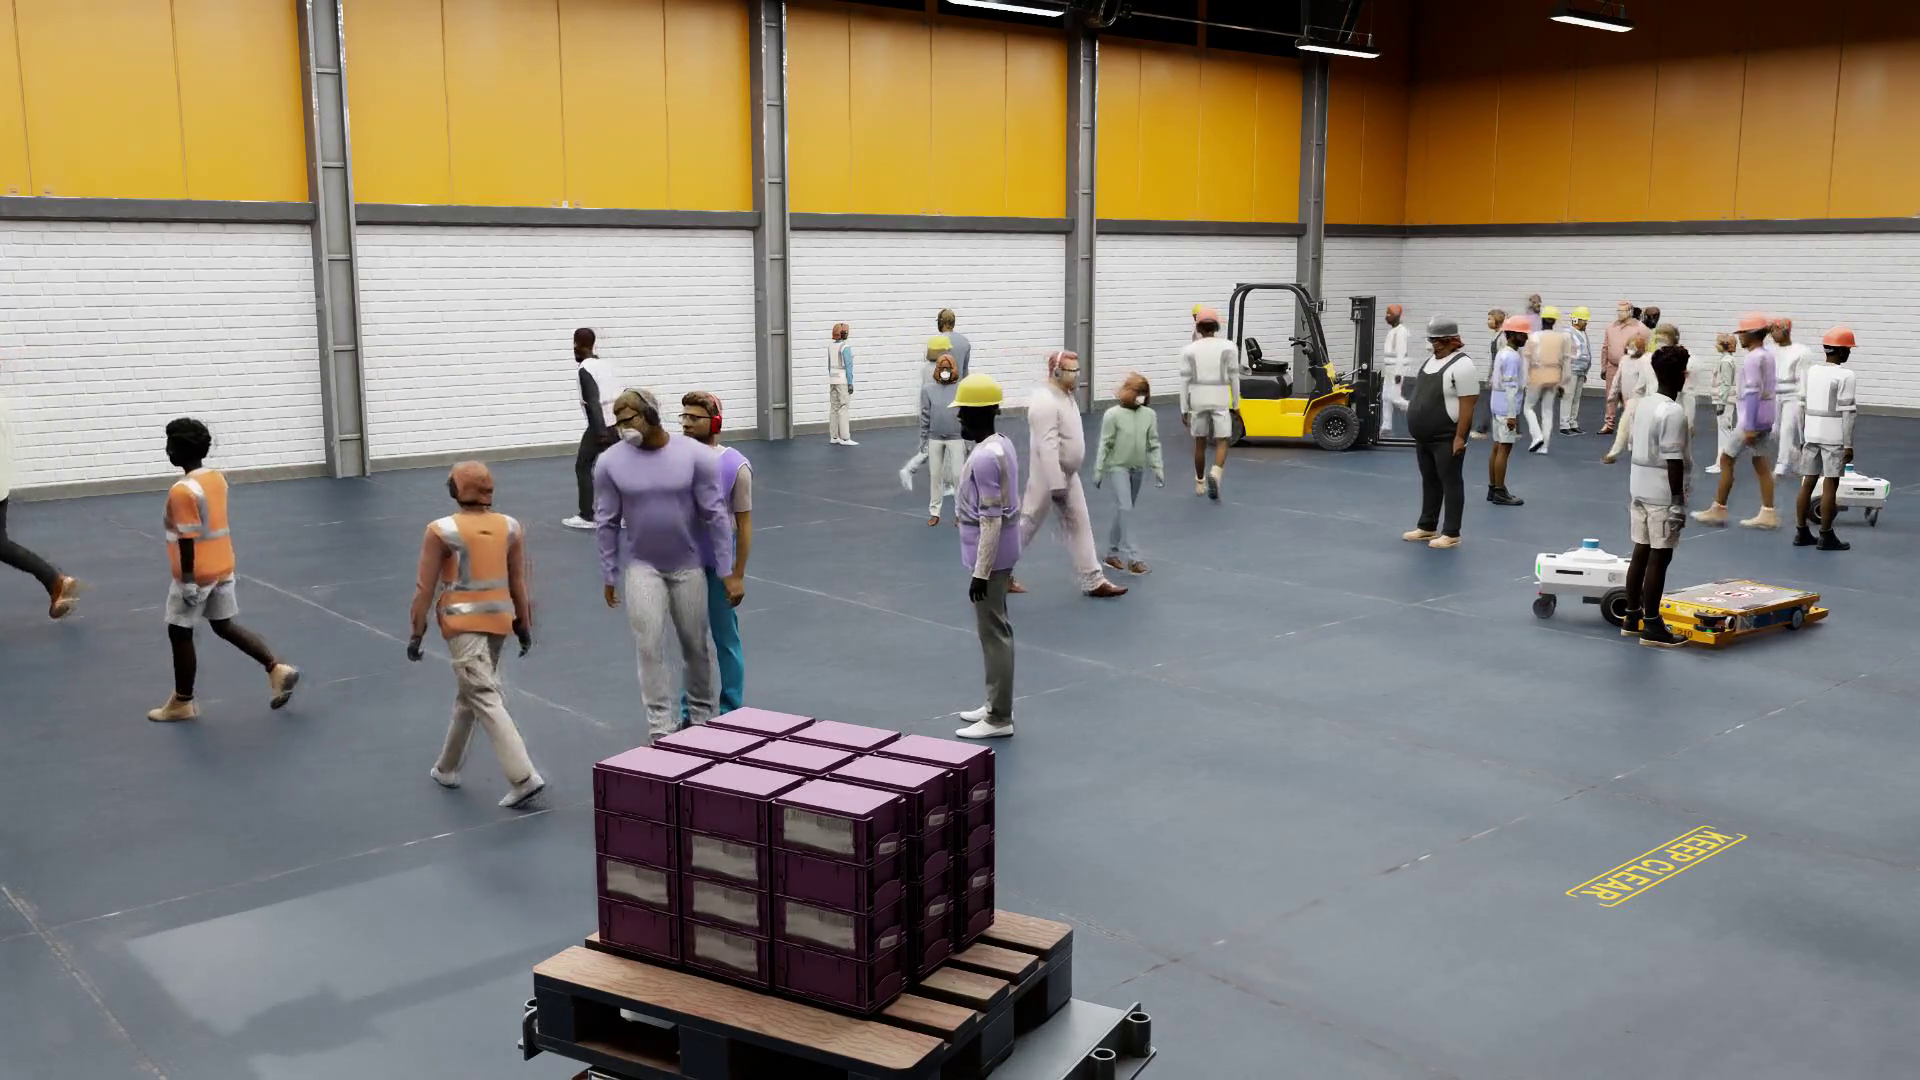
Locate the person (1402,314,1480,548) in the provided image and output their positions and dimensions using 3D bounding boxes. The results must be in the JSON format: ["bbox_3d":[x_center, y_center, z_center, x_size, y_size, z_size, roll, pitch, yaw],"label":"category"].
[{"bbox_3d":[4.169,-0.954,14.522,0.536,2.000,0.683,-3,10,-16],"label":"person"}]

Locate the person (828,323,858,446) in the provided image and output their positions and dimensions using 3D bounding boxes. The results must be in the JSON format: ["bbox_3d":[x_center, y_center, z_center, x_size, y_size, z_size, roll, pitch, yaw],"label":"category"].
[{"bbox_3d":[-1.596,-2.084,22.315,0.308,1.640,0.510,-7,12,-36],"label":"person"}]

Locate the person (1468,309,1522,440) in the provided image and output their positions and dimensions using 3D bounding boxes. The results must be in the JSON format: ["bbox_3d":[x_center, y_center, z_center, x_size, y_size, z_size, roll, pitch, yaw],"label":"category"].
[{"bbox_3d":[7.348,-2.261,22.859,0.876,1.799,0.514,2,10,9],"label":"person"}]

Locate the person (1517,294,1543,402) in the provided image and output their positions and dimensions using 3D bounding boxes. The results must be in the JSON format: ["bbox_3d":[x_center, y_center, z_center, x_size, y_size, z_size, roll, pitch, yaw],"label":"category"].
[{"bbox_3d":[9.986,-3.312,28.829,0.664,1.859,0.953,-4,10,-20],"label":"person"}]

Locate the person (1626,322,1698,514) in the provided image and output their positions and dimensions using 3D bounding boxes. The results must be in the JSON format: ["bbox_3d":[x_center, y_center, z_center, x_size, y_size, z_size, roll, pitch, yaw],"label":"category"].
[{"bbox_3d":[7.040,-1.220,16.541,0.971,1.893,0.628,-5,11,-27],"label":"person"}]

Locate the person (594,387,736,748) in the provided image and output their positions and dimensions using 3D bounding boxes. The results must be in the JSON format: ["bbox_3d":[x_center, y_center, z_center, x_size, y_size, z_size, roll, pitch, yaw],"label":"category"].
[{"bbox_3d":[-1.477,0.173,8.382,0.701,1.895,0.621,-1,10,-6],"label":"person"}]

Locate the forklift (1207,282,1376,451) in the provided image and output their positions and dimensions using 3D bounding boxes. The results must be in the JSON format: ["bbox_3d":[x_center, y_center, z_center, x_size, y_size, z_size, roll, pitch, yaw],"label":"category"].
[{"bbox_3d":[4.328,-2.346,22.227,2.313,2.155,1.214,3,10,16],"label":"forklift"}]

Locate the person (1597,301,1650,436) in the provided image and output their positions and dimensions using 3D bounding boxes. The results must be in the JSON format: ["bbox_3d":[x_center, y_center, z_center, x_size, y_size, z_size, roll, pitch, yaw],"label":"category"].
[{"bbox_3d":[9.346,-2.416,23.481,0.400,1.907,0.644,-8,13,-40],"label":"person"}]

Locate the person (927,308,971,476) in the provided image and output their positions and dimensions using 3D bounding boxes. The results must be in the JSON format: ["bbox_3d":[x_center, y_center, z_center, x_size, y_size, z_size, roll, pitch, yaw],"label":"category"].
[{"bbox_3d":[-0.151,-1.685,19.106,0.372,1.940,0.631,9,13,43],"label":"person"}]

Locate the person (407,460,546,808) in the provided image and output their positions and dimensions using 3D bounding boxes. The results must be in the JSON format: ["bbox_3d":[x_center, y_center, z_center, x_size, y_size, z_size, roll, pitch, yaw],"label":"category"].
[{"bbox_3d":[-2.239,0.428,7.755,0.836,1.590,0.559,7,12,35],"label":"person"}]

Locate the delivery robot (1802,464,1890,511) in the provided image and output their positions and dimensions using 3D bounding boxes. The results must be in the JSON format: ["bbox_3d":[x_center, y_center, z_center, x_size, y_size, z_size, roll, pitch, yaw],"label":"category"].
[{"bbox_3d":[8.425,-0.480,15.822,0.707,0.478,0.477,3,10,15],"label":"delivery robot"}]

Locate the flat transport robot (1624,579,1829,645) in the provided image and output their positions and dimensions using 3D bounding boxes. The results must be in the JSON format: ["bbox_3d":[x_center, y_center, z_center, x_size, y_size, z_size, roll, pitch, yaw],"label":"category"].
[{"bbox_3d":[5.240,0.473,11.343,1.431,0.197,0.652,-7,12,-35],"label":"flat transport robot"}]

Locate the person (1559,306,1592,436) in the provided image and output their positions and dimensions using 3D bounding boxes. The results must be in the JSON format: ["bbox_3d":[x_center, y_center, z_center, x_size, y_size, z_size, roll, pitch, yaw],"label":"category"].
[{"bbox_3d":[8.712,-2.386,23.531,0.404,1.828,0.587,9,13,43],"label":"person"}]

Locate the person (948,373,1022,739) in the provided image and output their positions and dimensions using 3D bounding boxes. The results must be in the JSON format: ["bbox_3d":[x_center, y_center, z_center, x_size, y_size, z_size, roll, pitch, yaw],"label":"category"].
[{"bbox_3d":[0.127,0.087,8.760,0.388,1.926,0.590,1,10,8],"label":"person"}]

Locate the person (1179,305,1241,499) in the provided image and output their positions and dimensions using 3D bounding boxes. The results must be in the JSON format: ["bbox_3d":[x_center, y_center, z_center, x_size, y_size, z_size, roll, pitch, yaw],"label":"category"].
[{"bbox_3d":[2.598,-1.425,17.327,0.652,2.023,0.792,3,10,16],"label":"person"}]

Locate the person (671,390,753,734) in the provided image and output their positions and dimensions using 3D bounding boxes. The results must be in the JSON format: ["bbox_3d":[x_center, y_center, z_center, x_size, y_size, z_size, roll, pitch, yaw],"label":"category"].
[{"bbox_3d":[-1.315,0.146,8.644,0.567,1.850,0.389,6,11,30],"label":"person"}]

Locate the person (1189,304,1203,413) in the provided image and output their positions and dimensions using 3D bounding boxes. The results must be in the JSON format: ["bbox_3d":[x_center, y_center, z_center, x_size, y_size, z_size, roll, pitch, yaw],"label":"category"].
[{"bbox_3d":[3.865,-2.912,26.812,0.328,1.762,0.523,5,11,26],"label":"person"}]

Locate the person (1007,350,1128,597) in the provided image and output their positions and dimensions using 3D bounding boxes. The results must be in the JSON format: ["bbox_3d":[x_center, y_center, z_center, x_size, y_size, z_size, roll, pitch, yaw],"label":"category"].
[{"bbox_3d":[0.699,-0.484,12.348,1.045,1.859,0.645,5,11,25],"label":"person"}]

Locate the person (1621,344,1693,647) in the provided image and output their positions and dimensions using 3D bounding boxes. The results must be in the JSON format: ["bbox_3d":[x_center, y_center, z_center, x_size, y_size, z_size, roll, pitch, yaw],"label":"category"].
[{"bbox_3d":[4.581,-0.294,10.875,0.361,1.965,0.613,0,10,-1],"label":"person"}]

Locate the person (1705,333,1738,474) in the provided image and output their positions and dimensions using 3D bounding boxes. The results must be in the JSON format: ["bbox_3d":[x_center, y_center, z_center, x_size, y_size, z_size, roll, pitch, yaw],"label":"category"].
[{"bbox_3d":[8.921,-1.592,19.430,0.314,1.642,0.514,5,11,27],"label":"person"}]

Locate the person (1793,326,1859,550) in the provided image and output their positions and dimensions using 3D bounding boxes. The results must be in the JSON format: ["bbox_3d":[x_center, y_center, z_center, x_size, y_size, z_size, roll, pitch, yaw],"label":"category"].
[{"bbox_3d":[7.522,-0.881,14.399,0.367,1.935,0.552,-3,10,-19],"label":"person"}]

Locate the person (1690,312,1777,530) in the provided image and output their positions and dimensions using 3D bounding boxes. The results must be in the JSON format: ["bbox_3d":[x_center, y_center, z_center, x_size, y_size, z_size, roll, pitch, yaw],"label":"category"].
[{"bbox_3d":[7.284,-1.106,15.529,0.897,2.003,0.631,9,13,43],"label":"person"}]

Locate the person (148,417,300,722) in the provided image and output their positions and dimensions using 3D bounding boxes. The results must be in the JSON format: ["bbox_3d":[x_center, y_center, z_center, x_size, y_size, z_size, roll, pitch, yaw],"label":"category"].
[{"bbox_3d":[-4.053,0.163,9.022,0.733,1.677,0.535,0,10,2],"label":"person"}]

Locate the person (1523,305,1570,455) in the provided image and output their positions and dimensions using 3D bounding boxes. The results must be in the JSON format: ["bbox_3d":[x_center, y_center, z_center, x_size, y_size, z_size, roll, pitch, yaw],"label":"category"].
[{"bbox_3d":[7.454,-2.039,21.269,0.612,1.904,0.427,0,10,-2],"label":"person"}]

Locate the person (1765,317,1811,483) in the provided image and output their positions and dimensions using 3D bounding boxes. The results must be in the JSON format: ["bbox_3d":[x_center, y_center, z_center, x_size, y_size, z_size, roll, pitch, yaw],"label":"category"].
[{"bbox_3d":[9.339,-1.586,18.760,0.727,1.865,0.608,-6,11,-31],"label":"person"}]

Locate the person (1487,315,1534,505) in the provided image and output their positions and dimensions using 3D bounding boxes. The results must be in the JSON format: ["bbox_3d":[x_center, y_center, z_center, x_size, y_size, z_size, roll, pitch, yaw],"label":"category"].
[{"bbox_3d":[5.623,-1.327,17.018,0.376,1.934,0.547,1,10,7],"label":"person"}]

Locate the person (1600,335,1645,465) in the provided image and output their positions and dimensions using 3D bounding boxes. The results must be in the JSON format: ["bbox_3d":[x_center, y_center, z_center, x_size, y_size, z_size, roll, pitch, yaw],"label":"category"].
[{"bbox_3d":[8.226,-1.709,20.233,0.832,1.587,0.542,-2,10,-12],"label":"person"}]

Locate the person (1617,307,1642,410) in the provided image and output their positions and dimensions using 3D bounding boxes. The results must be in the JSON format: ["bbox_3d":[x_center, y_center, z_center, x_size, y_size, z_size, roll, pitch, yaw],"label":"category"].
[{"bbox_3d":[11.052,-2.976,27.370,0.316,1.696,0.540,-8,13,-41],"label":"person"}]

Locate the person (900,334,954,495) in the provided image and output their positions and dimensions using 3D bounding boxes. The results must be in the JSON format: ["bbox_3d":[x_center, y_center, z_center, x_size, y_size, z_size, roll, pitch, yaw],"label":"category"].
[{"bbox_3d":[-0.284,-1.304,17.506,0.636,1.726,0.490,-6,11,-32],"label":"person"}]

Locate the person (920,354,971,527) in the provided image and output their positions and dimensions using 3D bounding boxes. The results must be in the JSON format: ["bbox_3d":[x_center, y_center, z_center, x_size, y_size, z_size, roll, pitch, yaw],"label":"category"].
[{"bbox_3d":[-0.128,-0.927,15.595,0.505,1.629,0.278,2,10,14],"label":"person"}]

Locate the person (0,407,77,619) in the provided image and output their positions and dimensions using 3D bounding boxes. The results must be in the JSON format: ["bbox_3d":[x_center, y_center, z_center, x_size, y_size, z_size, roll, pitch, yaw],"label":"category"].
[{"bbox_3d":[-6.485,-0.333,11.161,0.800,1.946,0.645,-1,10,-7],"label":"person"}]

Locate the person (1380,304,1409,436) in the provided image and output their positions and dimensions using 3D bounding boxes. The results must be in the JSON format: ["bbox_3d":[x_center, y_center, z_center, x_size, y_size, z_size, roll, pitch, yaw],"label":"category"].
[{"bbox_3d":[6.182,-2.377,23.374,0.651,1.864,0.586,-1,10,-5],"label":"person"}]

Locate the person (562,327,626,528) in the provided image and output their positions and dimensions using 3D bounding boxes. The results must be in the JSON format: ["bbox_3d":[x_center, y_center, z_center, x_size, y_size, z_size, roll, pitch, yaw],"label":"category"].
[{"bbox_3d":[-3.374,-1.030,15.463,0.842,1.870,0.612,2,10,10],"label":"person"}]

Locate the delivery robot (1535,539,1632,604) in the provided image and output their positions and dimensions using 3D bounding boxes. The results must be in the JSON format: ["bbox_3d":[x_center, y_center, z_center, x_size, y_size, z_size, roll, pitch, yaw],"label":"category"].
[{"bbox_3d":[4.398,0.235,11.636,0.707,0.478,0.477,4,11,22],"label":"delivery robot"}]

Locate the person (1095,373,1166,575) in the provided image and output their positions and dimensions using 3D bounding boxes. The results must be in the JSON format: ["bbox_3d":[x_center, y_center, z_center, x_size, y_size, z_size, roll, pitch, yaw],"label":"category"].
[{"bbox_3d":[1.398,-0.517,13.236,0.514,1.593,0.812,-6,11,-32],"label":"person"}]

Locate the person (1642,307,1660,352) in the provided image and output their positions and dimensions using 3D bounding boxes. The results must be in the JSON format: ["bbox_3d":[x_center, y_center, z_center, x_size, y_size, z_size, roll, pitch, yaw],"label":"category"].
[{"bbox_3d":[9.823,-2.418,23.784,0.654,1.811,0.804,0,10,2],"label":"person"}]
